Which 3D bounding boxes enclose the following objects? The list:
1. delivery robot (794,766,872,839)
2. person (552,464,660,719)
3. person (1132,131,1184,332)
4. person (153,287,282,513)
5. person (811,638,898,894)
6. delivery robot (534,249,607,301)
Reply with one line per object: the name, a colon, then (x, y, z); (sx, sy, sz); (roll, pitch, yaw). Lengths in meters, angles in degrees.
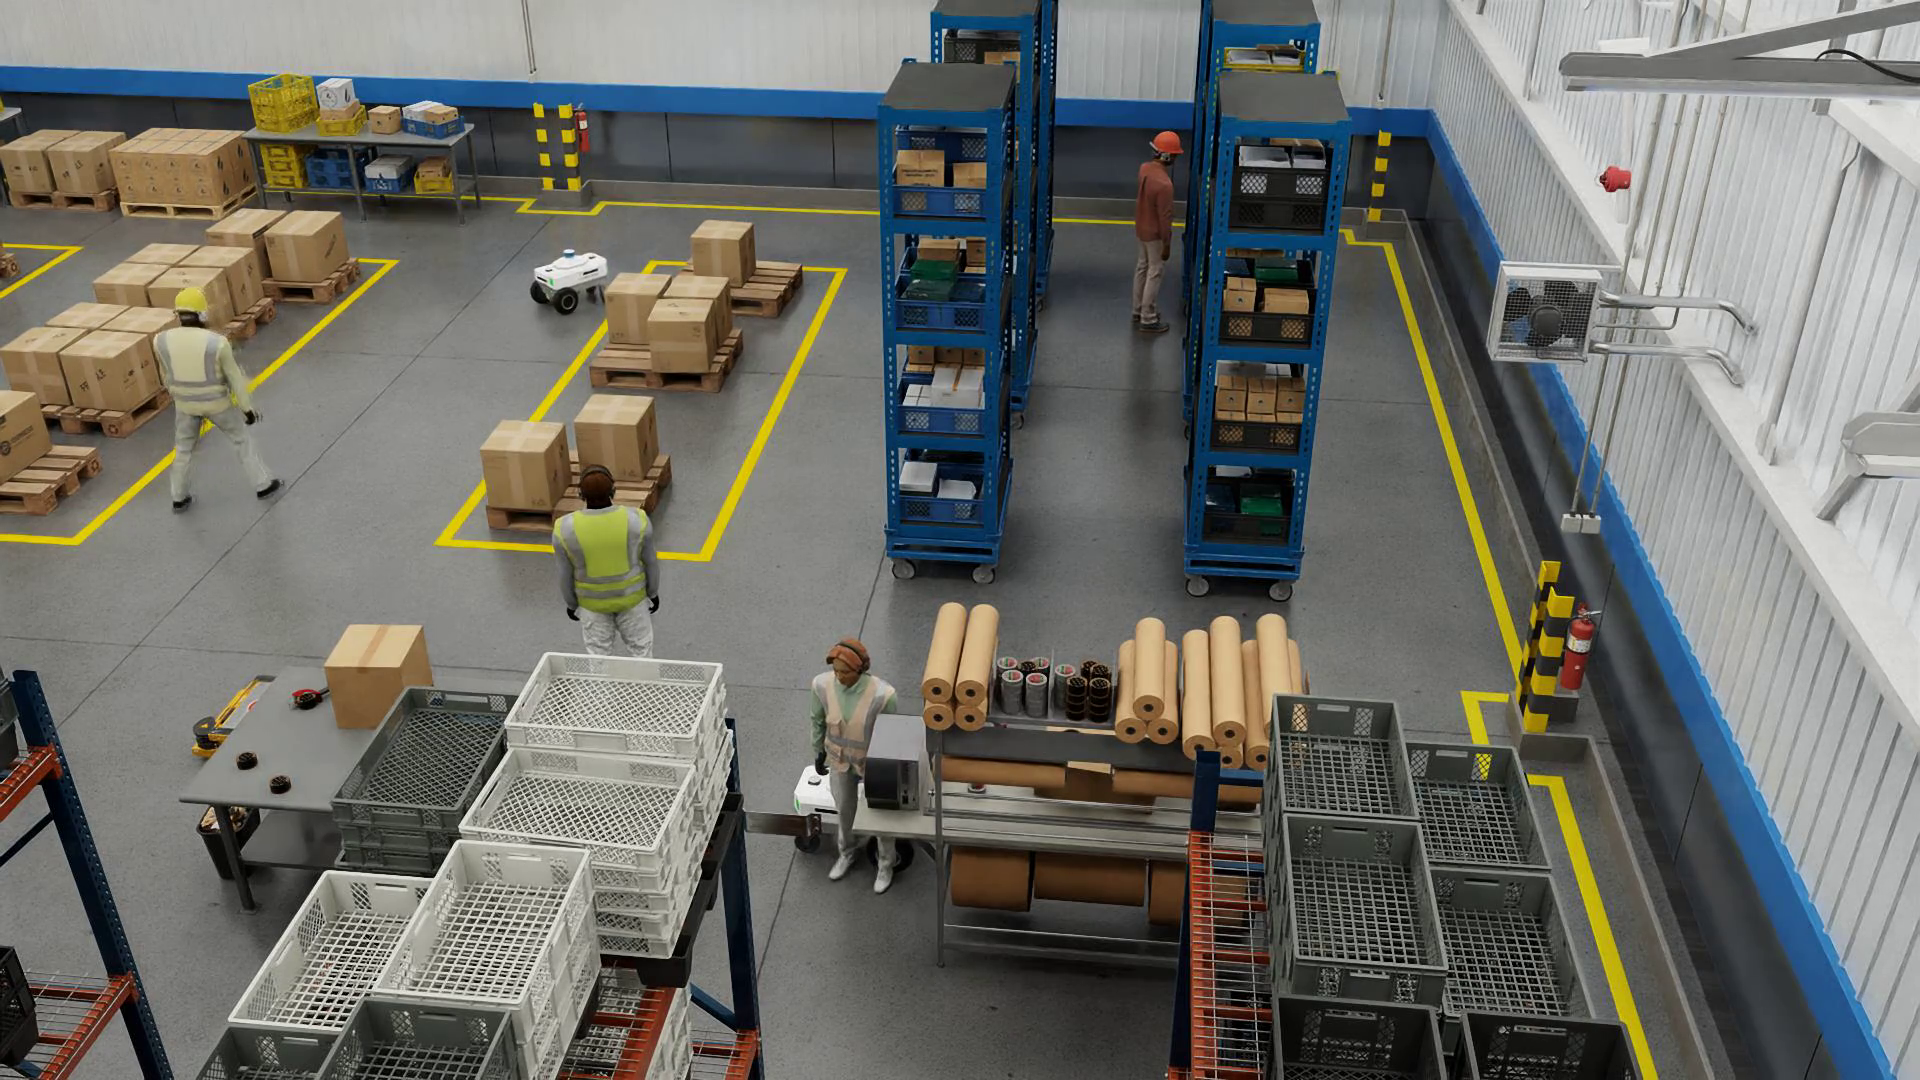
delivery robot: (-0.595, 1.514, 9.675); (0.707, 0.478, 0.477); (6, 31, 10)
person: (-2.198, 0.351, 10.492); (0.626, 1.846, 0.429); (-7, 31, -12)
person: (1.901, -2.969, 16.067); (0.411, 1.980, 0.623); (-10, 32, -16)
person: (-5.906, -1.086, 13.034); (0.754, 1.782, 0.514); (-2, 30, -3)
person: (-0.567, 1.225, 9.200); (0.523, 1.631, 0.314); (10, 32, 16)
delivery robot: (-3.958, -2.719, 16.946); (0.477, 0.478, 0.707); (26, 39, 37)
